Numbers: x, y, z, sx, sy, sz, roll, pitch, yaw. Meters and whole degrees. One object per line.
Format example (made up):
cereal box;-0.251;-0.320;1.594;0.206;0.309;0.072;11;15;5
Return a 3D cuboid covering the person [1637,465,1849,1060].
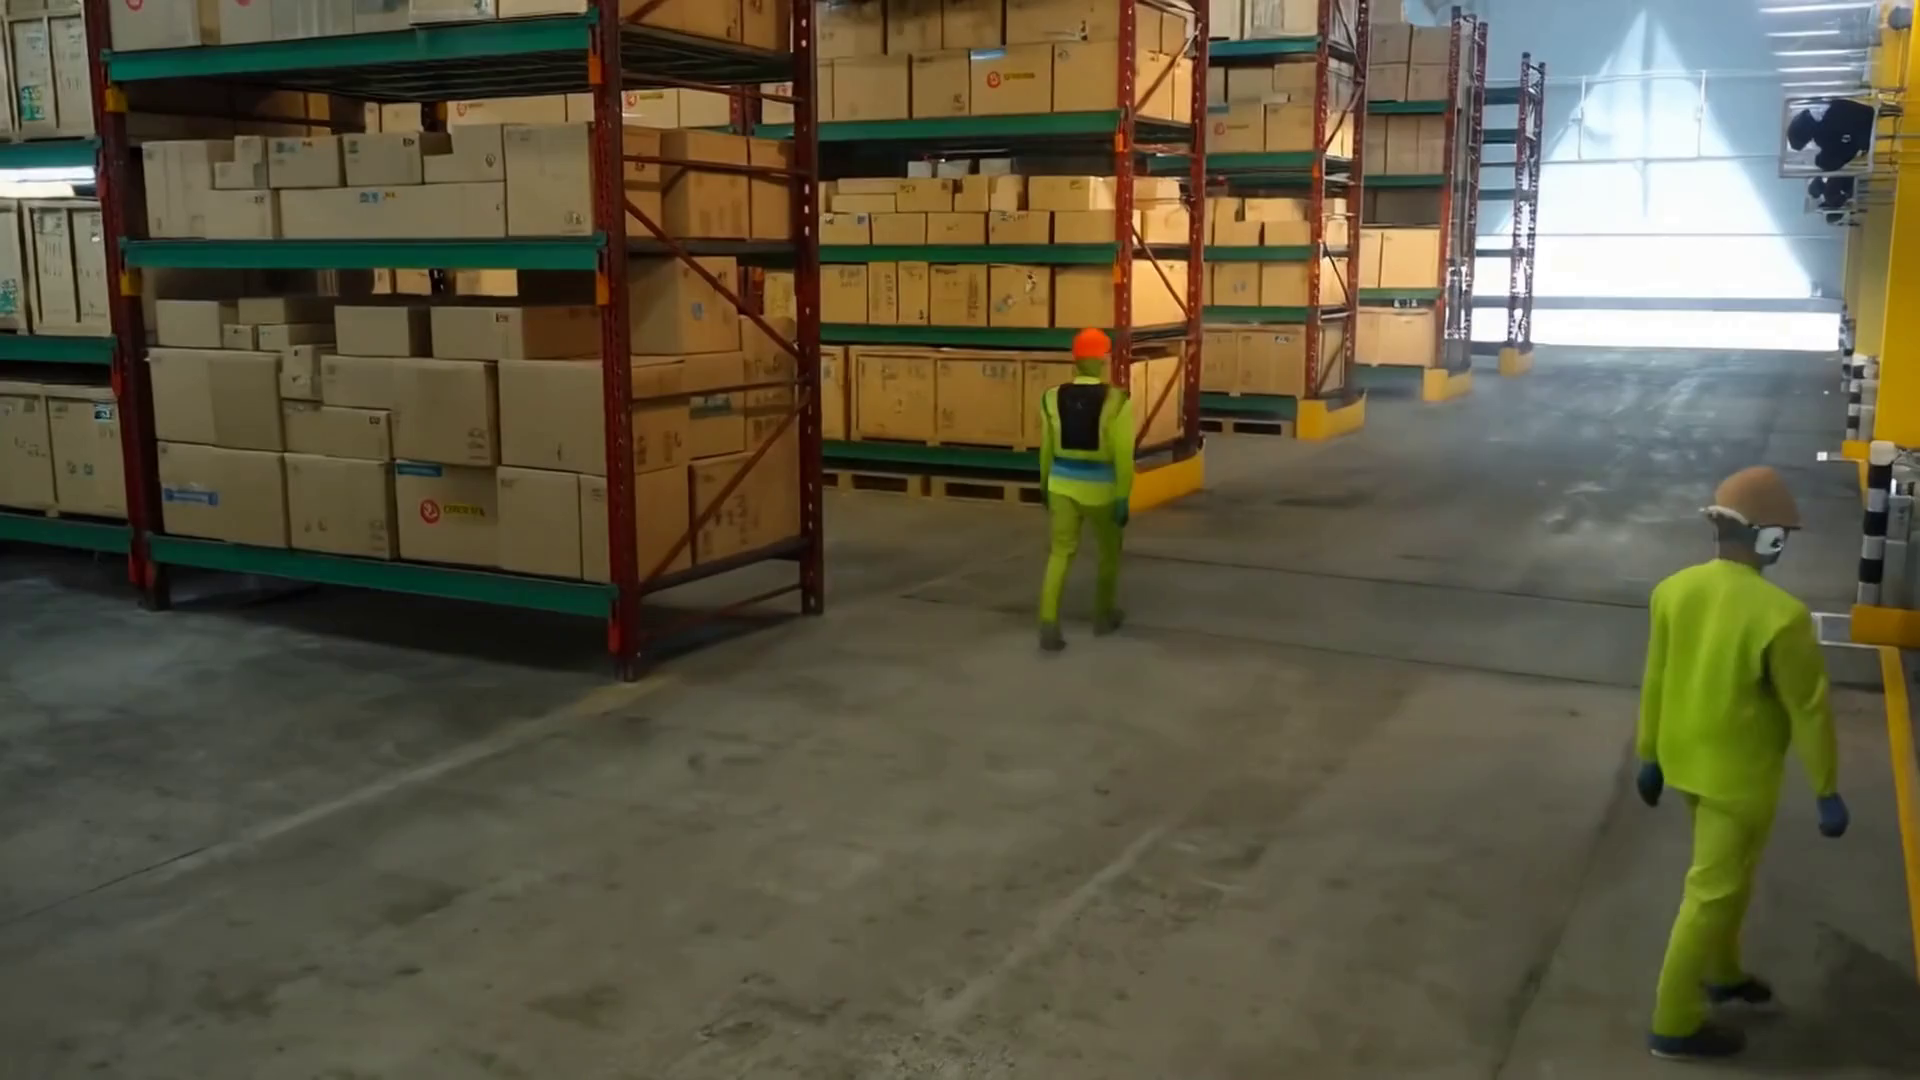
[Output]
person;2.310;0.649;4.825;0.694;1.729;0.571;-2;10;-13

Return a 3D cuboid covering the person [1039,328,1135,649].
person;0.741;-0.313;9.930;0.625;1.896;1.035;4;11;22
